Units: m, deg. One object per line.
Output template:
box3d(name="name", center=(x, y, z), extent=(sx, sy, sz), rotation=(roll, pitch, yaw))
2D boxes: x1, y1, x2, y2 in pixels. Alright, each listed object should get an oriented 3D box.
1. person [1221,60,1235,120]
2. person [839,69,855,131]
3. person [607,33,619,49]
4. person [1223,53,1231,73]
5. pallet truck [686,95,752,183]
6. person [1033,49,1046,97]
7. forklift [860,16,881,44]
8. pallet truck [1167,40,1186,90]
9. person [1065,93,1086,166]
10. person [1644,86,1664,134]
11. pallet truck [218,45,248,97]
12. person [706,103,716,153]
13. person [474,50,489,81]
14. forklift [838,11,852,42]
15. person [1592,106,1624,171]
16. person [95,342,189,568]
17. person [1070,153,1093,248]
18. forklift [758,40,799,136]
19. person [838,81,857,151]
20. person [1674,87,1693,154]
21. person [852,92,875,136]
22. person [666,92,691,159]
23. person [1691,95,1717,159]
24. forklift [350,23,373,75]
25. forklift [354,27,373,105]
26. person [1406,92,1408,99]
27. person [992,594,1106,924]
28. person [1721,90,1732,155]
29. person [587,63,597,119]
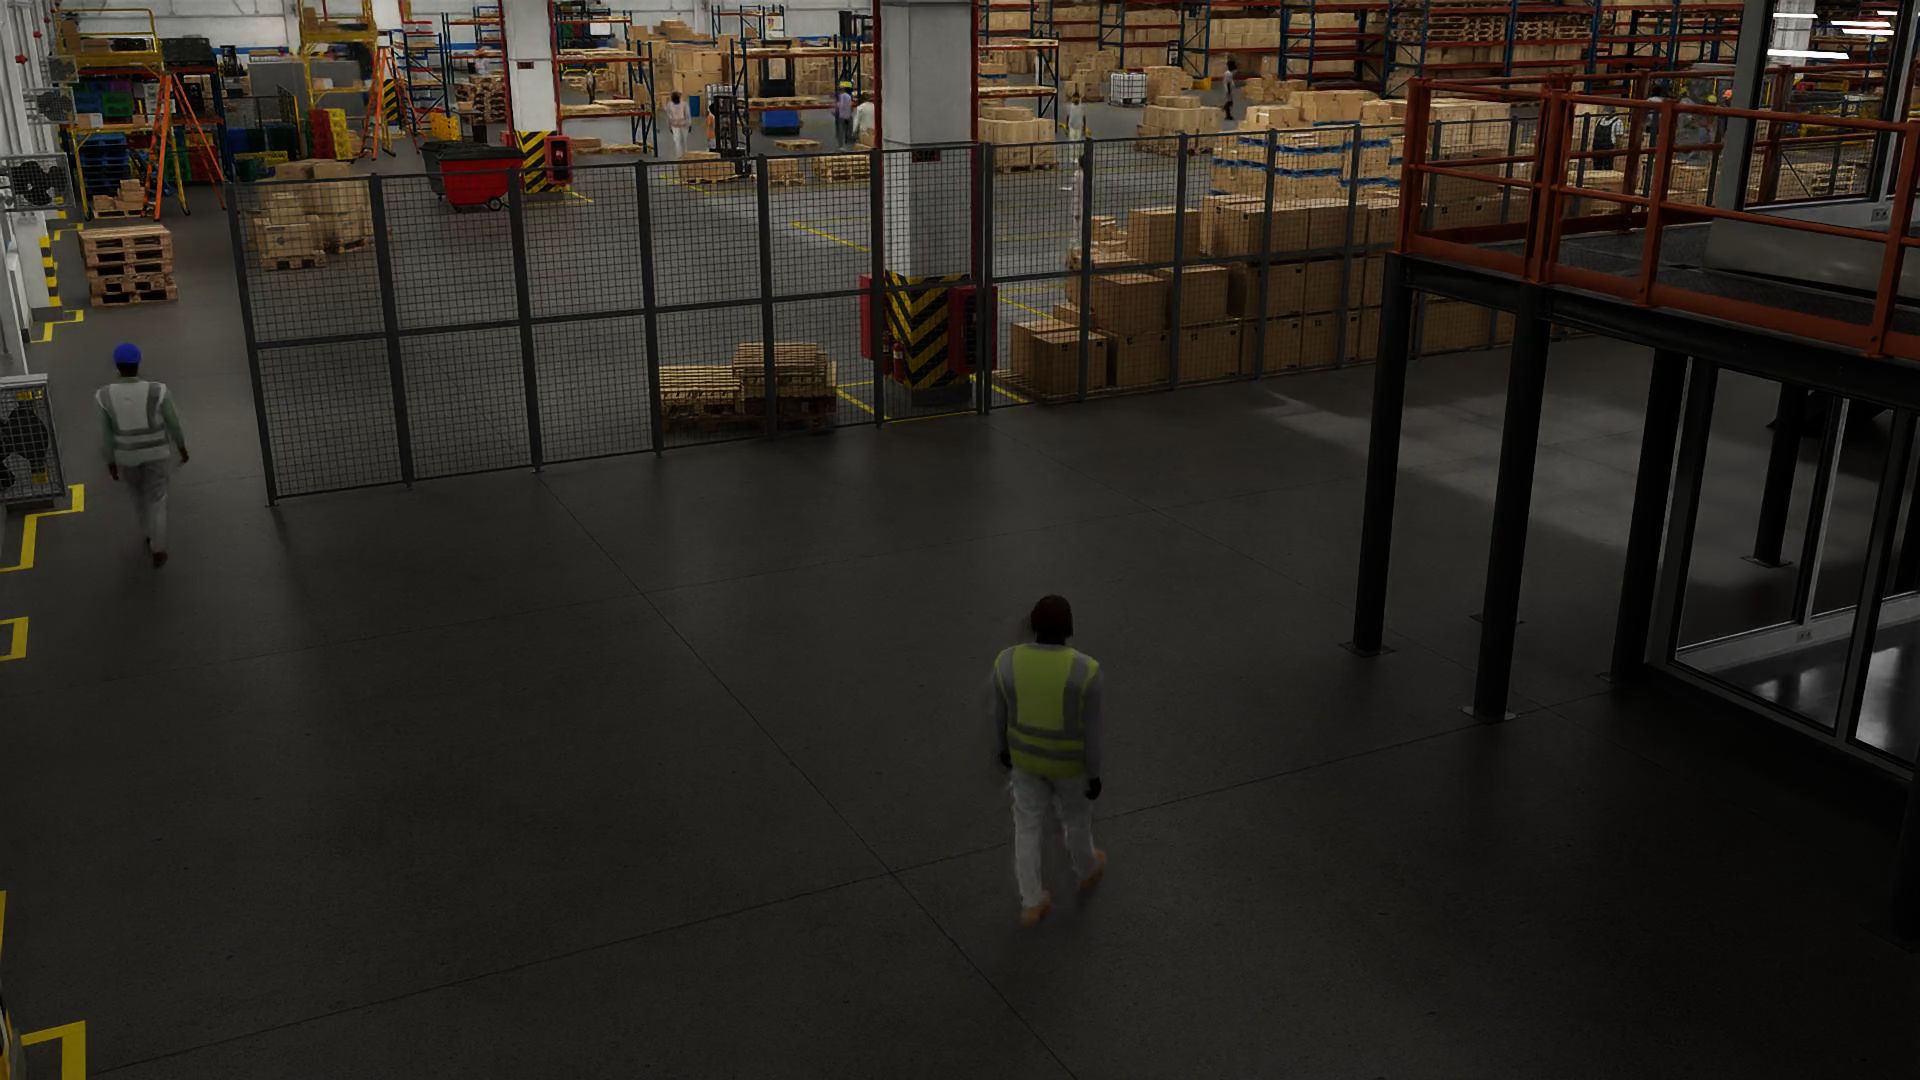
box3d(name="person", center=(8.996, -15.082, 55.786), extent=(0.498, 1.952, 0.631), rotation=(1, 19, 3))
box3d(name="person", center=(-3.538, -13.764, 52.041), extent=(0.581, 1.910, 0.393), rotation=(13, 23, 34))
box3d(name="person", center=(-16.605, -23.277, 79.623), extent=(0.842, 1.911, 0.565), rotation=(-14, 23, -35))
box3d(name="person", center=(12.225, -21.884, 76.034), extent=(0.800, 1.604, 0.525), rotation=(-11, 22, -30))
box3d(name="pallet truck", center=(-5.836, -9.608, 39.856), extent=(0.823, 1.965, 1.885), rotation=(10, 22, 27))
box3d(name="person", center=(3.131, -18.452, 65.693), extent=(0.535, 1.864, 0.309), rotation=(11, 22, 30))
box3d(name="forklift", center=(-4.035, -22.271, 75.230), extent=(1.129, 2.768, 1.873), rotation=(-10, 21, -26))
box3d(name="pallet truck", center=(9.045, -19.971, 69.895), extent=(0.823, 1.965, 1.885), rotation=(-3, 19, -8))
box3d(name="person", center=(3.015, -10.689, 43.257), extent=(0.536, 1.828, 0.985), rotation=(0, 19, 1))
box3d(name="person", center=(19.962, -12.177, 47.801), extent=(0.537, 1.670, 0.777), rotation=(2, 19, 6))
box3d(name="pallet truck", center=(-28.879, -18.665, 66.111), extent=(0.823, 1.965, 1.885), rotation=(-3, 19, -9))
box3d(name="person", center=(-6.193, -10.116, 41.795), extent=(0.322, 1.691, 0.533), rotation=(-10, 22, -27))
box3d(name="person", center=(-18.467, -17.999, 64.352), extent=(0.577, 1.893, 0.993), rotation=(1, 19, 4))
box3d(name="forklift", center=(-5.744, -25.040, 83.256), extent=(1.873, 2.768, 1.129), rotation=(-9, 21, -25))
box3d(name="person", center=(14.566, -8.863, 37.629), extent=(0.538, 2.000, 0.684), rotation=(-12, 22, -31))
box3d(name="person", center=(-7.022, -0.777, 14.390), extent=(0.630, 1.906, 0.931), rotation=(-4, 19, -11))
box3d(name="person", center=(2.084, -5.605, 28.341), extent=(0.379, 1.940, 0.629), rotation=(9, 21, 24))
box3d(name="forklift", center=(-5.556, -13.790, 50.645), extent=(1.129, 2.768, 1.873), rotation=(-4, 19, -11))
box3d(name="person", center=(-3.079, -11.844, 46.499), extent=(0.833, 1.895, 0.611), rotation=(-9, 21, -26))
box3d(name="person", center=(19.928, -11.564, 45.865), extent=(0.607, 1.783, 0.858), rotation=(-11, 22, -29))
box3d(name="person", center=(-2.403, -10.527, 42.699), extent=(1.034, 1.894, 0.635), rotation=(14, 23, 35))
box3d(name="person", center=(-7.443, -10.961, 44.104), extent=(0.628, 1.793, 0.976), rotation=(-3, 19, -9))
box3d(name="person", center=(19.912, -11.003, 44.335), extent=(0.566, 1.712, 0.620), rotation=(-13, 23, -34))
box3d(name="forklift", center=(-23.248, -18.699, 64.874), extent=(1.129, 2.768, 1.873), rotation=(14, 23, 35))
box3d(name="forklift", center=(-21.891, -17.409, 61.135), extent=(1.873, 2.768, 1.129), rotation=(-9, 21, -25))
box3d(name="person", center=(13.021, -12.247, 47.646), extent=(0.563, 1.919, 0.598), rotation=(3, 19, 8))
box3d(name="person", center=(0.518, 1.131, 8.989), extent=(0.658, 1.817, 0.759), rotation=(8, 20, 21))
box3d(name="person", center=(19.335, -10.346, 41.998), extent=(0.394, 1.994, 0.612), rotation=(12, 22, 31))
box3d(name="person", center=(-12.479, -15.237, 56.424), extent=(0.349, 1.837, 0.502), rotation=(-2, 19, -6))
